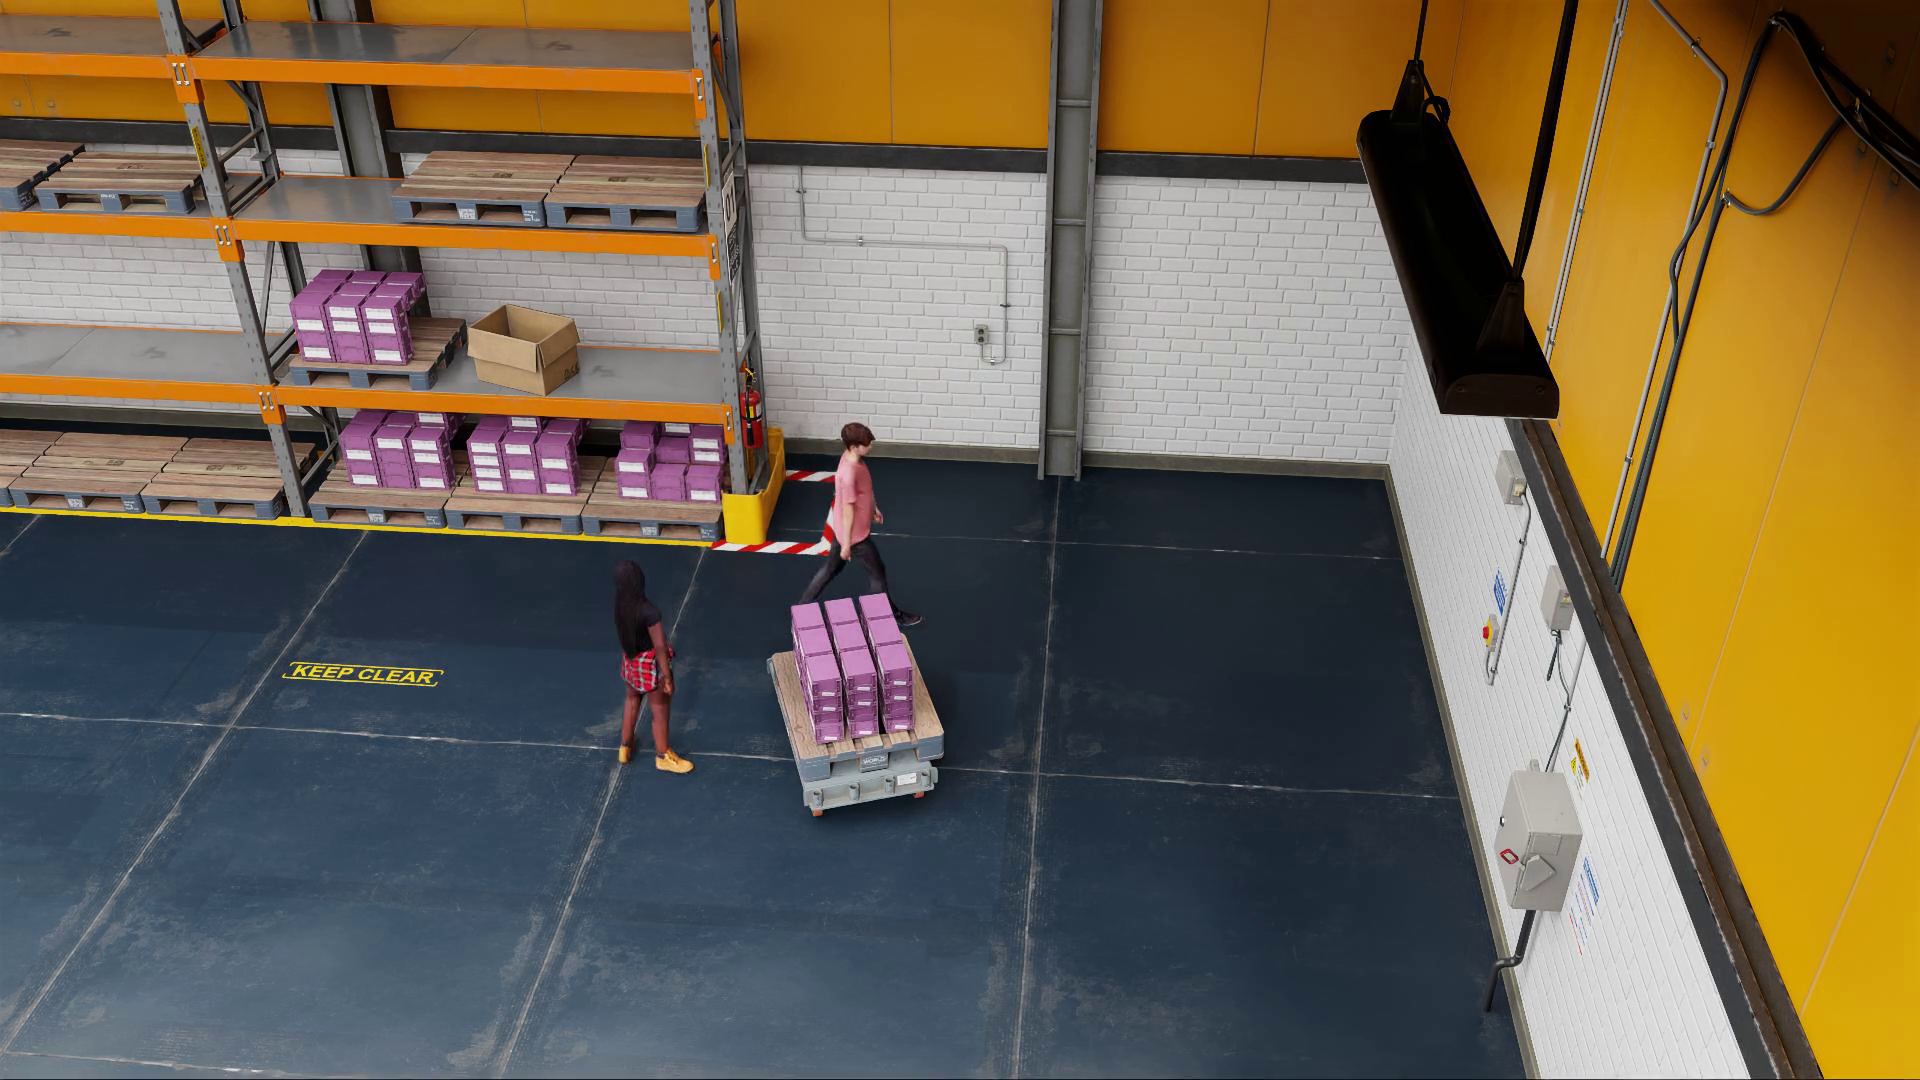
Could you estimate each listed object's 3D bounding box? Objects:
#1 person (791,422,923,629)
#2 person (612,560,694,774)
[{"bbox_3d":[-0.935,-0.063,12.795,1.327,1.913,0.876,-6,34,-8],"label":"person"},{"bbox_3d":[-2.150,0.912,11.516,0.926,1.705,0.849,-17,37,-24],"label":"person"}]
